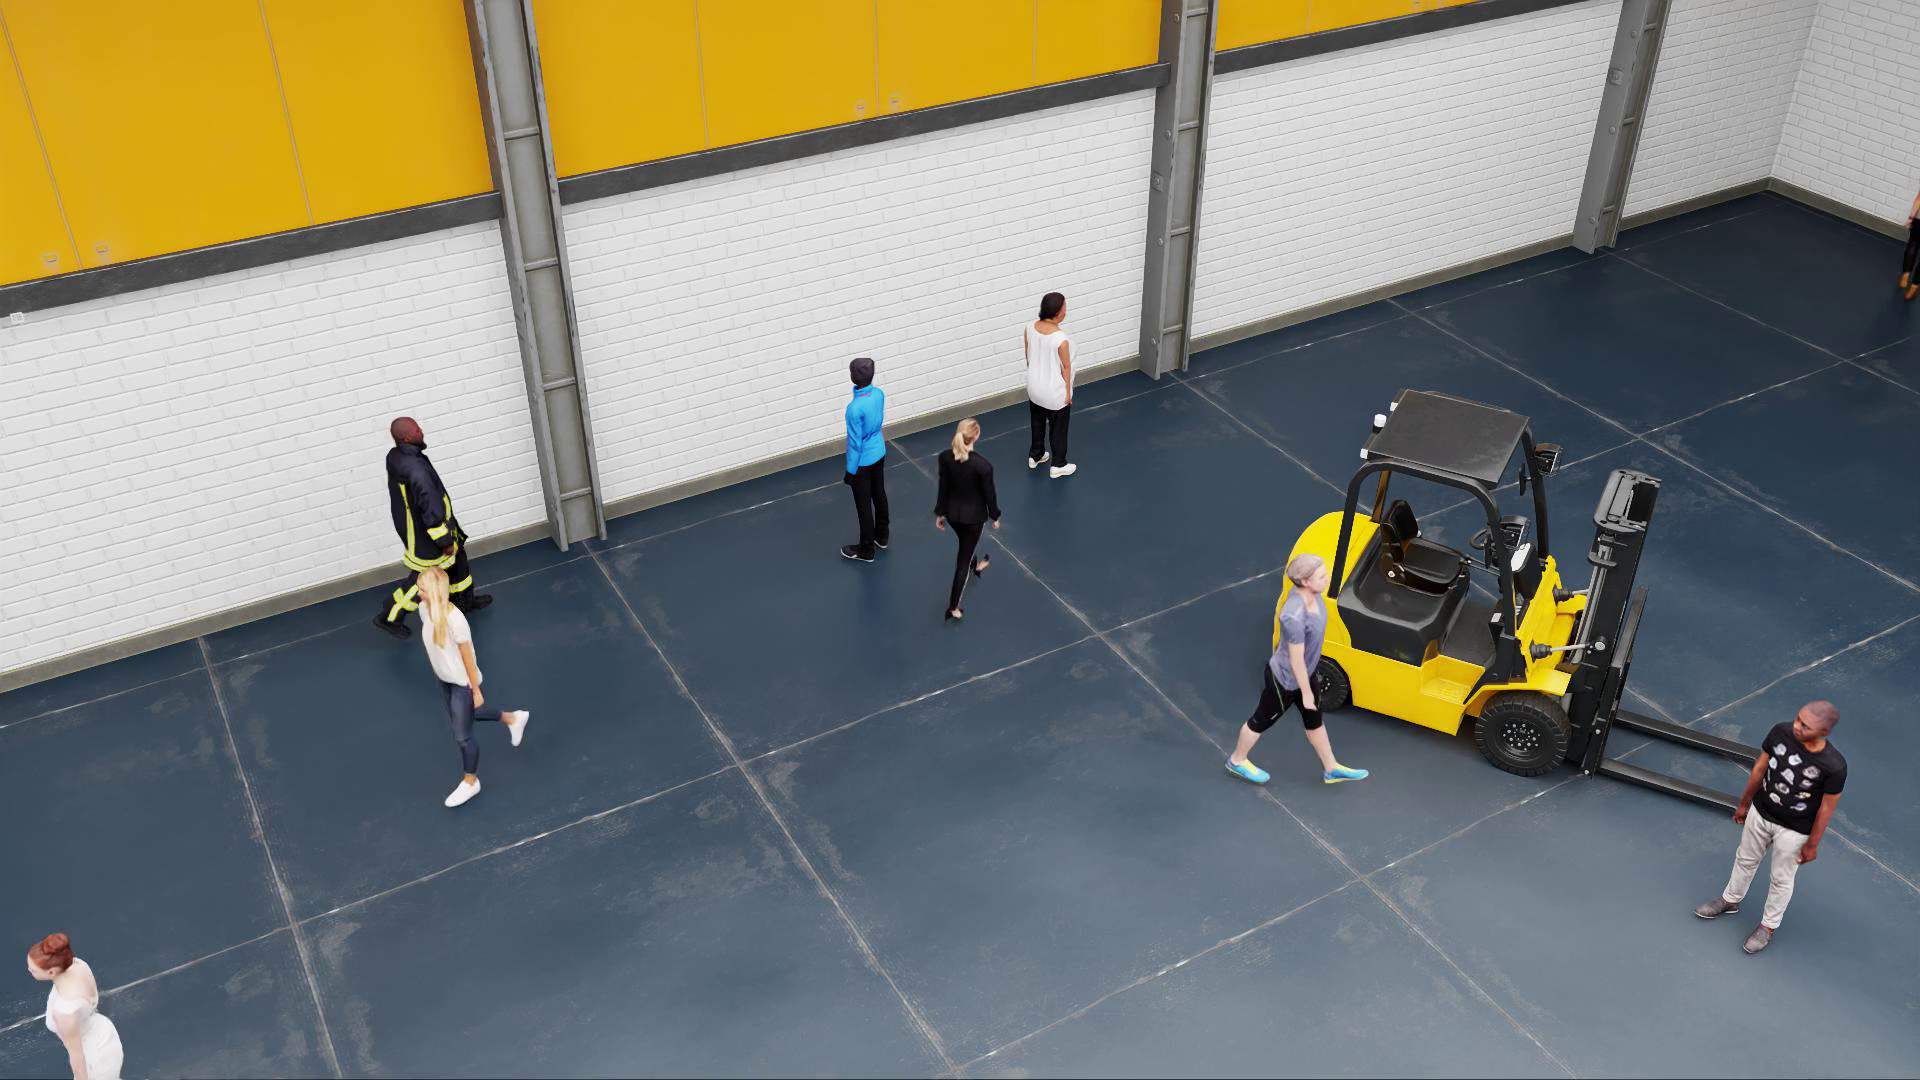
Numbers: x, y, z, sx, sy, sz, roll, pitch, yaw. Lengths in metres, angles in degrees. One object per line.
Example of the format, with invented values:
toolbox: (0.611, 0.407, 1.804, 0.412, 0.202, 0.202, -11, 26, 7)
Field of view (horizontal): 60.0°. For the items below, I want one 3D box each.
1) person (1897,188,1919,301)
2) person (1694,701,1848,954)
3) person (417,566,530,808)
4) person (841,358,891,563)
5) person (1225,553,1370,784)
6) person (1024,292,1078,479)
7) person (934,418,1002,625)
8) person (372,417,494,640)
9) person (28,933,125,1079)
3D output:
person: (10.111, -3.311, 17.317, 0.716, 1.709, 0.736, 24, 40, 31)
person: (4.842, 1.645, 9.777, 0.569, 1.803, 0.665, -19, 38, -26)
person: (-3.210, 0.890, 10.923, 0.809, 1.790, 1.088, 26, 41, 33)
person: (-0.735, -0.650, 13.237, 0.758, 1.794, 0.657, 16, 37, 23)
person: (2.072, 0.877, 10.890, 1.116, 1.849, 1.188, 16, 37, 22)
person: (0.790, -1.354, 14.389, 0.677, 1.691, 0.705, -27, 42, -34)
person: (0.005, -0.098, 12.523, 0.957, 1.664, 1.144, 16, 37, 23)
person: (-4.057, -0.071, 12.365, 1.128, 1.795, 0.723, -18, 38, -25)
person: (-4.234, 2.587, 8.378, 0.757, 1.781, 0.669, -10, 35, -15)
